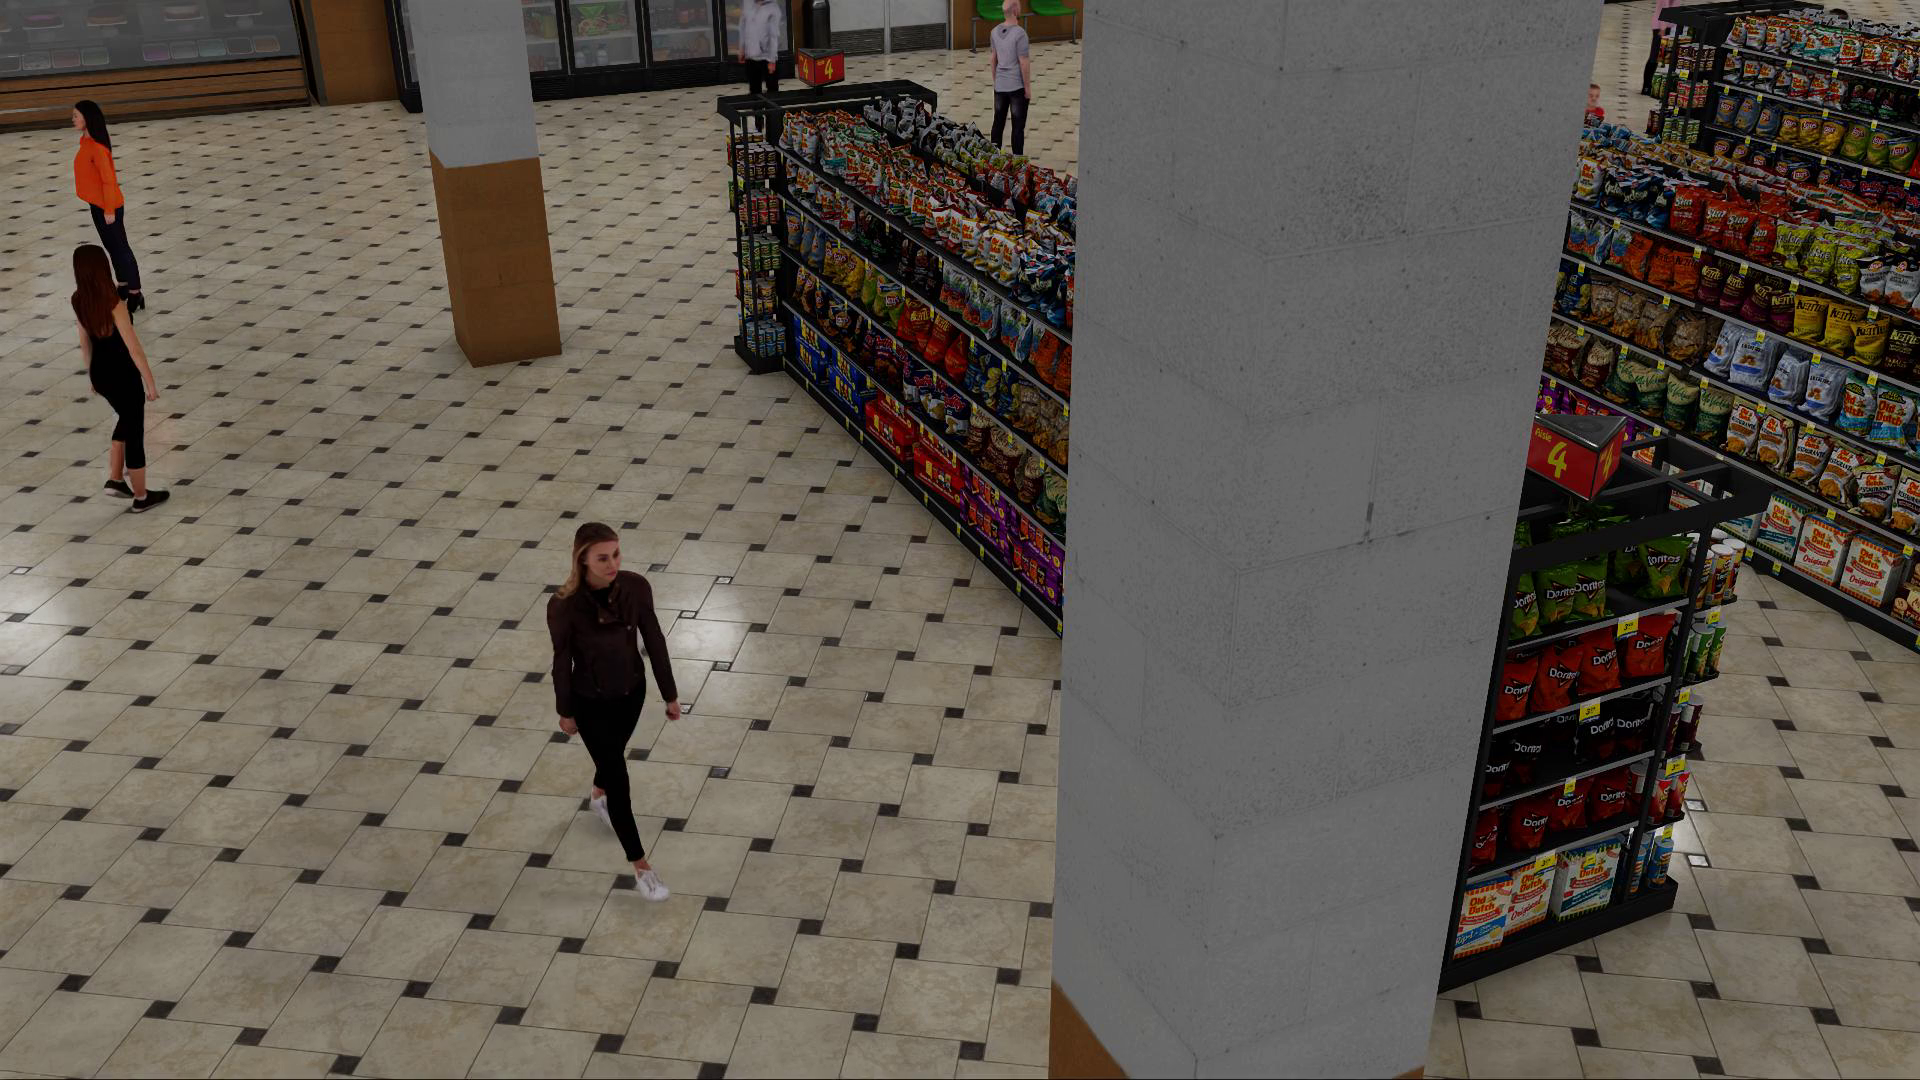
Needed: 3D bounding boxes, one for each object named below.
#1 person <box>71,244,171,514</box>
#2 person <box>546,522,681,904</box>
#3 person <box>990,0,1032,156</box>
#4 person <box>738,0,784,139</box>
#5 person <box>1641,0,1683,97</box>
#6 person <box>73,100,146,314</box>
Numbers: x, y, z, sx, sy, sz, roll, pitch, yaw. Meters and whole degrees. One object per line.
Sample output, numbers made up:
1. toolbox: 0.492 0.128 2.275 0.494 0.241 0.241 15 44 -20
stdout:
1. person: -5.244 -0.948 10.205 0.754 1.721 0.816 11 29 21
2. person: -1.525 0.656 7.116 0.804 1.655 1.170 -20 33 -34
3. person: 0.547 -4.857 17.784 0.661 1.838 0.810 23 35 37
4. person: -2.323 -5.573 19.137 0.989 1.890 0.830 -23 35 -38
5. person: 9.026 -6.605 21.398 0.715 1.686 0.687 15 31 27
6. person: -7.046 -2.752 13.733 0.736 1.748 0.586 -21 34 -36
